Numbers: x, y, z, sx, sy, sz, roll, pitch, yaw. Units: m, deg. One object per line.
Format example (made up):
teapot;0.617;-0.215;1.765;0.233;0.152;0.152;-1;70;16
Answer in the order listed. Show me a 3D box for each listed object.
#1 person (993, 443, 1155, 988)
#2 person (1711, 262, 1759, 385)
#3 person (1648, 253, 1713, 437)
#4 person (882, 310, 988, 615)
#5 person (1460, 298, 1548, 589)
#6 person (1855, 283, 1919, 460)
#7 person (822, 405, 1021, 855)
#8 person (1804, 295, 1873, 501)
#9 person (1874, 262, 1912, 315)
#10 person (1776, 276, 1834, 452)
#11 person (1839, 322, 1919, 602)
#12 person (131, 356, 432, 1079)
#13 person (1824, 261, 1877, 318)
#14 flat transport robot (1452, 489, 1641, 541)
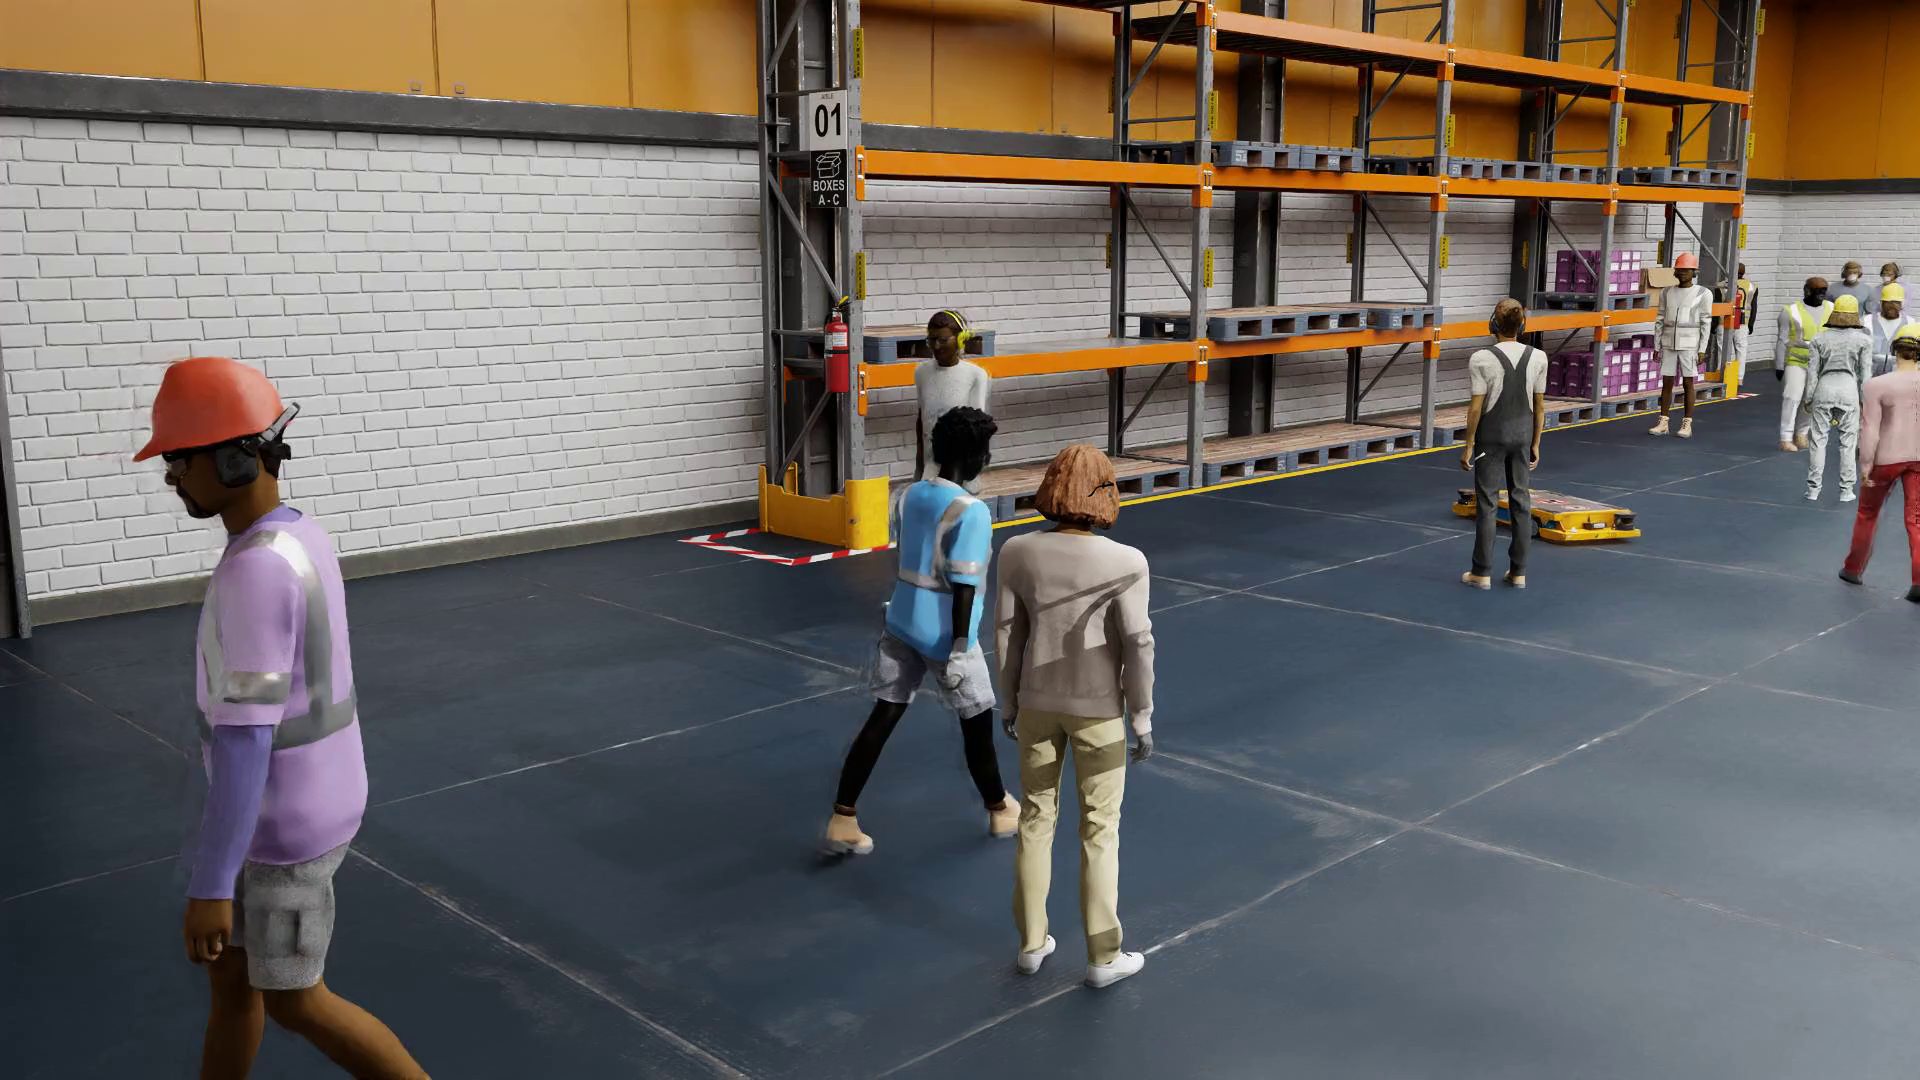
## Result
person;0.342;0.524;4.996;0.507;1.631;0.266;6;12;28
person;11.600;-3.244;24.965;0.633;1.845;0.429;1;10;7
person;8.025;-2.168;18.546;0.363;2.048;0.612;-10;14;-42
person;-0.109;-0.418;9.659;0.530;1.808;1.005;5;12;27
person;3.438;-0.601;10.555;0.504;1.847;0.345;-1;10;-5
person;9.028;-1.616;16.286;0.587;1.782;0.973;4;11;23
person;-0.108;0.337;5.997;0.908;1.642;0.567;-7;13;-35
person;7.433;-1.201;14.106;0.492;1.742;0.324;6;12;29
person;12.868;-2.911;23.111;1.023;1.877;0.616;-5;12;-26
person;8.802;-1.831;17.319;0.633;1.820;0.500;0;10;3
person;5.870;-0.492;10.360;0.522;1.717;0.895;2;11;11
person;-1.548;0.608;3.624;0.915;1.988;0.744;-3;11;-15
person;11.378;-2.607;21.337;0.661;1.897;0.956;4;11;23
flat transport robot;4.461;-0.212;12.730;0.652;0.197;1.431;-3;11;-17
